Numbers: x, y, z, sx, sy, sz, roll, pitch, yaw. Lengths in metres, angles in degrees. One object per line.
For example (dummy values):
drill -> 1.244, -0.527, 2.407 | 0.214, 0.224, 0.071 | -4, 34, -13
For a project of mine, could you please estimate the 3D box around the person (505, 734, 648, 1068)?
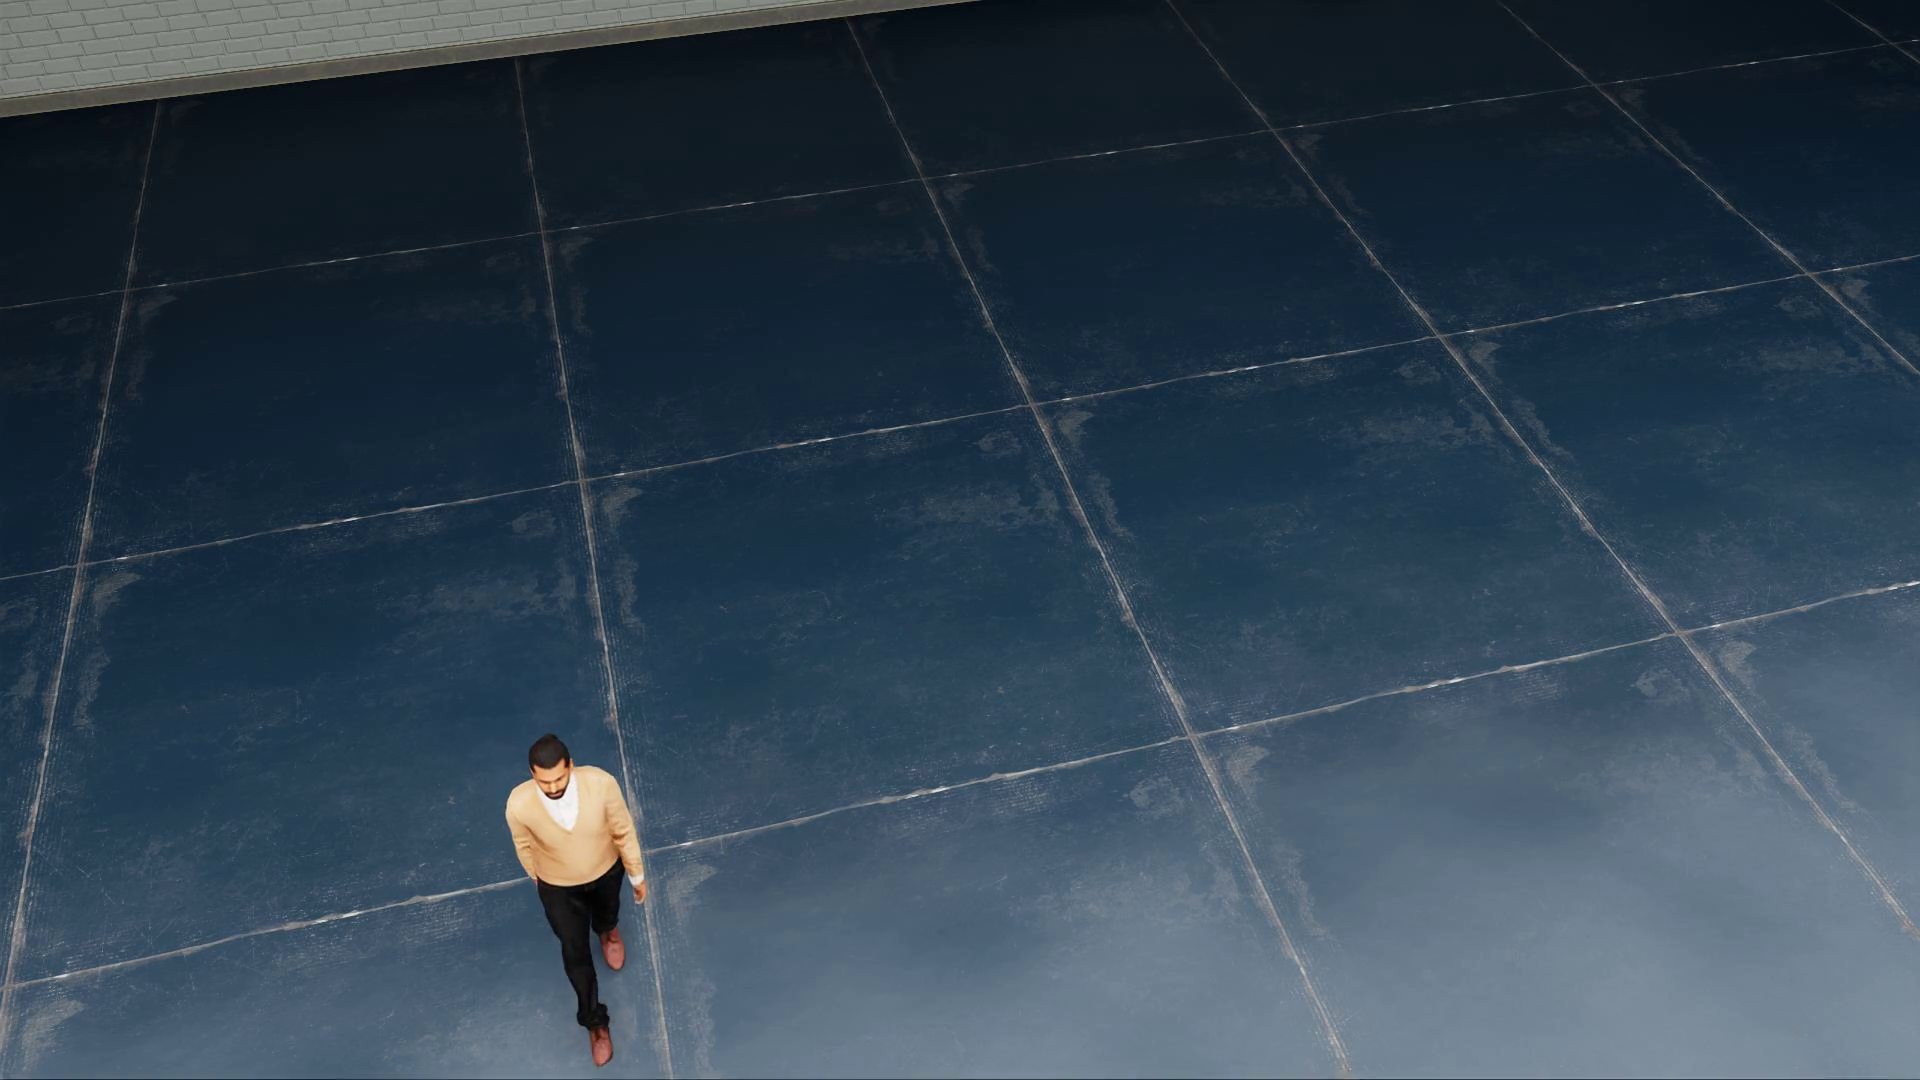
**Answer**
person -> -1.694, 1.408, 7.421 | 0.753, 1.717, 1.117 | -16, 46, -17
